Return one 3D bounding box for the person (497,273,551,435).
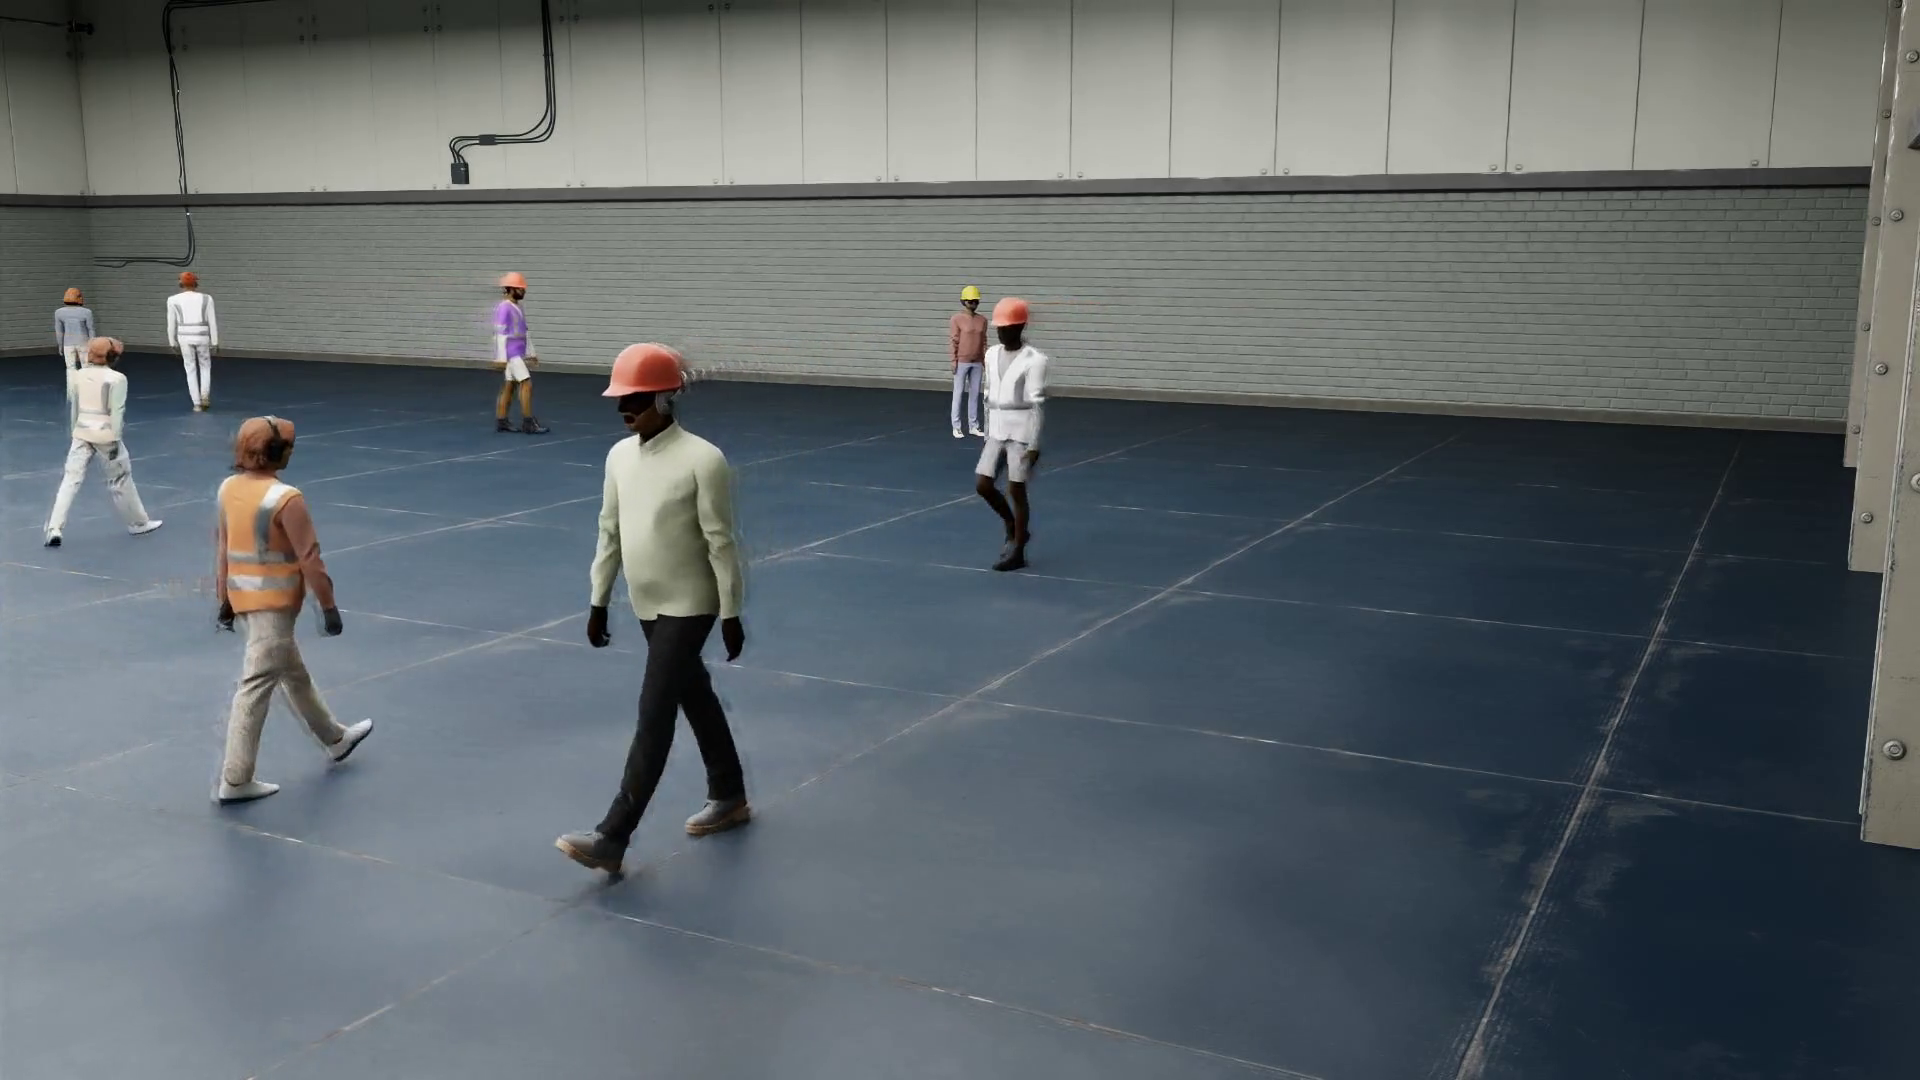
[{"bbox_3d":[-5.180,-2.196,19.694,0.819,1.908,0.563,0,10,0],"label":"person"}]

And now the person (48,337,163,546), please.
[{"bbox_3d":[-6.663,-0.765,12.786,0.553,1.575,0.945,3,11,14],"label":"person"}]

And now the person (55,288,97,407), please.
[{"bbox_3d":[-12.135,-2.643,22.869,0.507,1.631,0.266,-2,11,-9],"label":"person"}]

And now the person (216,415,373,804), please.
[{"bbox_3d":[-2.844,0.270,7.065,0.547,1.590,0.849,8,13,35],"label":"person"}]

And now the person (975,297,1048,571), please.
[{"bbox_3d":[0.347,-0.731,11.644,0.582,1.921,0.404,10,14,43],"label":"person"}]

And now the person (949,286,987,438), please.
[{"bbox_3d":[0.114,-2.071,19.383,0.523,1.769,0.315,-7,12,-33],"label":"person"}]

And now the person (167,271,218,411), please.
[{"bbox_3d":[-10.318,-2.670,22.372,0.603,1.864,0.624,-5,12,-26],"label":"person"}]

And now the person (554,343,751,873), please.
[{"bbox_3d":[-1.176,0.245,6.246,0.642,1.941,1.044,9,14,42],"label":"person"}]
